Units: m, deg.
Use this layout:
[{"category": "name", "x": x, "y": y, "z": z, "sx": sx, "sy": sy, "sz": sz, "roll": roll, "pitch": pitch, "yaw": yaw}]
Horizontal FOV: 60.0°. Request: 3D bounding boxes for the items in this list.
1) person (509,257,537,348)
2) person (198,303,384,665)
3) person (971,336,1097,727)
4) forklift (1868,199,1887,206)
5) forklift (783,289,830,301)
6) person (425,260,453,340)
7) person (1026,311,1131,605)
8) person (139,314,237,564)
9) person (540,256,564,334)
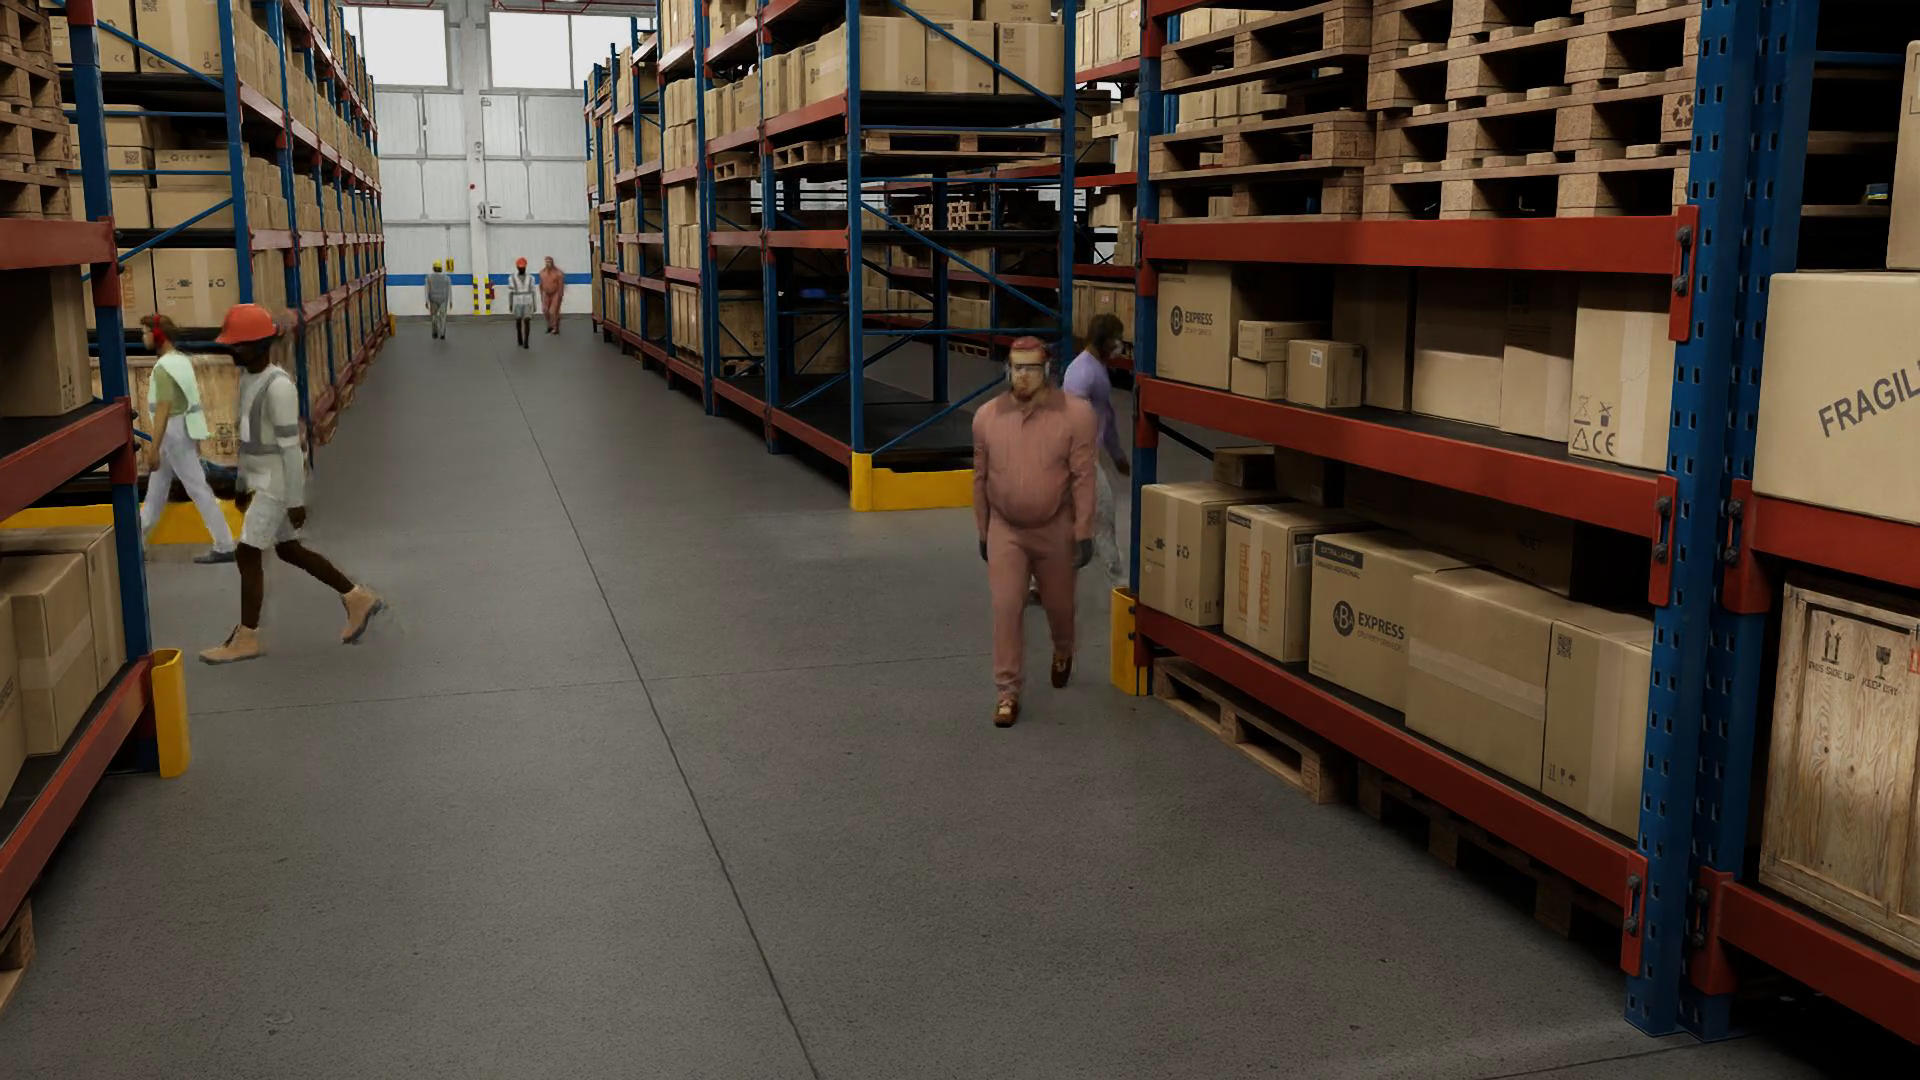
[{"category": "person", "x": -9.204, "y": -4.994, "z": 35.066, "sx": 0.569, "sy": 1.922, "sz": 0.407, "roll": -4, "pitch": 11, "yaw": -22}, {"category": "person", "x": -3.760, "y": -0.325, "z": 9.292, "sx": 0.972, "sy": 1.998, "sz": 0.643, "roll": -7, "pitch": 13, "yaw": -34}, {"category": "person", "x": 0.370, "y": -0.080, "z": 8.267, "sx": 0.643, "sy": 1.881, "sz": 0.872, "roll": 2, "pitch": 11, "yaw": 10}, {"category": "forklift", "x": 11.338, "y": -2.915, "z": 21.052, "sx": 1.129, "sy": 2.768, "sz": 1.873, "roll": -3, "pitch": 11, "yaw": -17}, {"category": "forklift", "x": -3.786, "y": -7.262, "z": 44.879, "sx": 1.873, "sy": 2.768, "sz": 1.129, "roll": -3, "pitch": 11, "yaw": -17}, {"category": "person", "x": -12.011, "y": -5.525, "z": 38.308, "sx": 0.625, "sy": 1.798, "sz": 0.859, "roll": -4, "pitch": 11, "yaw": -21}, {"category": "person", "x": 0.848, "y": -0.480, "z": 10.421, "sx": 0.939, "sy": 1.881, "sz": 0.669, "roll": 1, "pitch": 10, "yaw": 5}, {"category": "person", "x": -5.683, "y": -0.697, "z": 11.837, "sx": 0.969, "sy": 1.795, "sz": 0.596, "roll": -3, "pitch": 11, "yaw": -18}, {"category": "person", "x": -9.882, "y": -5.914, "z": 40.232, "sx": 0.653, "sy": 1.887, "sz": 0.495, "roll": 2, "pitch": 11, "yaw": 11}]
